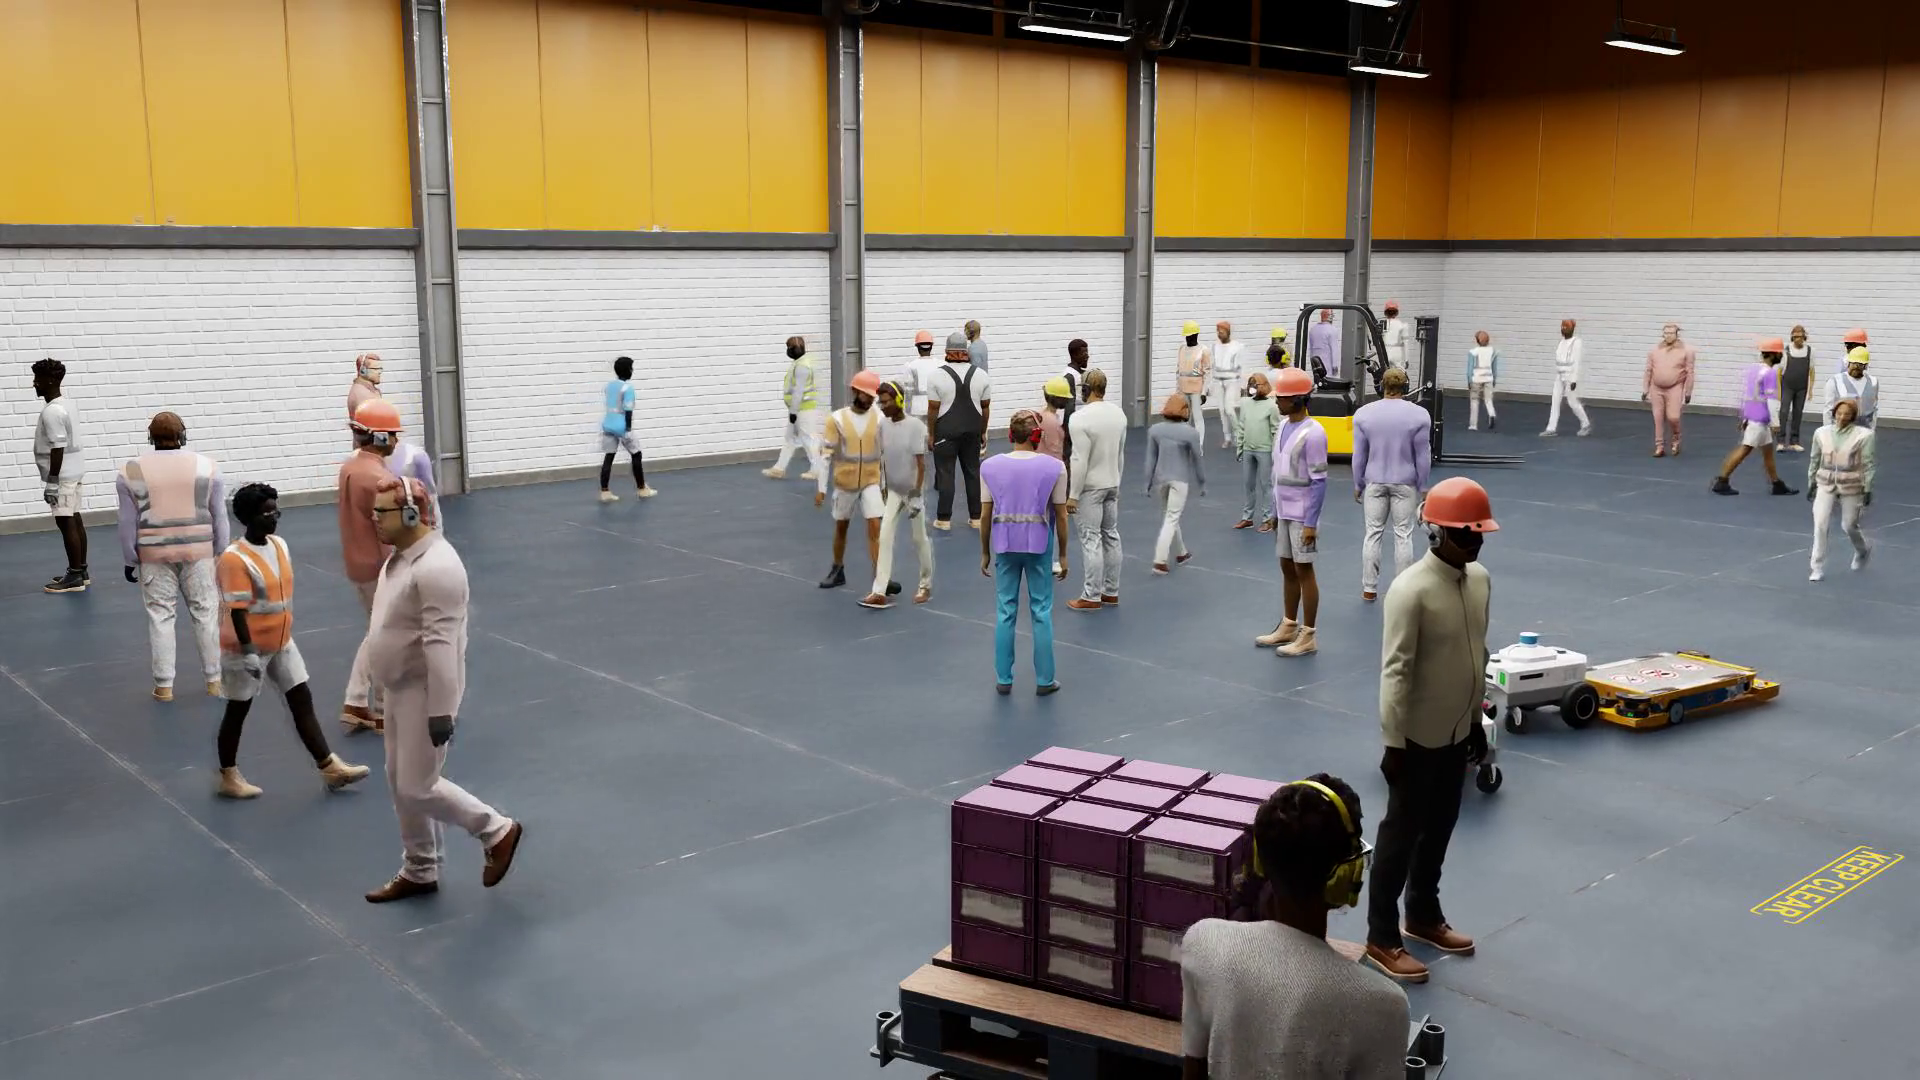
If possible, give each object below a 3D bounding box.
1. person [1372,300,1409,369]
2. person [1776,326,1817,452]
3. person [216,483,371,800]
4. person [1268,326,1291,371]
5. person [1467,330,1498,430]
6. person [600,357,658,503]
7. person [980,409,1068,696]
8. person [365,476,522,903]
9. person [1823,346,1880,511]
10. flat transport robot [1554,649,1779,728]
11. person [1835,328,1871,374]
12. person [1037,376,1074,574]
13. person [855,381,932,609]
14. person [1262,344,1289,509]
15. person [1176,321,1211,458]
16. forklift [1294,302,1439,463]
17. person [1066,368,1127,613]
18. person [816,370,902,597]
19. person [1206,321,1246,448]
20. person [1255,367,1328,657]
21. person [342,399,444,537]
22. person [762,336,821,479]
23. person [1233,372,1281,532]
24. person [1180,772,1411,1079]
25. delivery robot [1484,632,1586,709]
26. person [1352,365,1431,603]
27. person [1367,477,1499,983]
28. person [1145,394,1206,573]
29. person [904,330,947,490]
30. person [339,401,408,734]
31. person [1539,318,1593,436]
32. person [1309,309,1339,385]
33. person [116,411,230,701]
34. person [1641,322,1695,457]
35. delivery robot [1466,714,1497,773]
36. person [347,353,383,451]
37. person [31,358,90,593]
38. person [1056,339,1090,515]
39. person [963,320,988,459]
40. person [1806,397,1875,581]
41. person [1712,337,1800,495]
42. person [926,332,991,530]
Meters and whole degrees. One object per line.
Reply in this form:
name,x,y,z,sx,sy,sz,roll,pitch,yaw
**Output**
person,7.687,-3.260,29.706,0.648,2.028,0.418,3,10,15
person,11.986,-2.154,23.875,0.508,1.815,0.610,2,10,14
person,-3.505,0.538,8.552,0.815,1.657,0.542,2,10,13
person,4.760,-2.313,24.935,0.330,1.765,0.533,-2,10,-13
person,8.411,-2.554,26.738,0.521,1.622,0.588,-1,10,-4
person,-3.831,-1.268,19.107,0.553,1.662,0.776,8,13,40
person,0.404,0.090,10.639,0.567,1.839,0.377,2,10,11
person,-2.297,0.652,7.212,0.546,1.886,0.660,-7,12,-34
person,9.836,-1.222,18.361,0.592,1.828,0.404,0,10,1
flat transport robot,4.405,0.915,10.404,1.431,0.197,0.652,-6,11,-32
person,10.930,-1.638,20.472,0.370,1.939,0.543,3,10,15
person,0.822,-0.586,14.847,0.360,1.755,0.602,0,10,0
person,-0.497,-0.342,13.240,0.546,1.812,0.942,6,11,32
person,3.504,-1.218,18.350,0.464,1.844,0.625,-9,13,-43
person,3.228,-2.099,23.227,0.374,1.920,0.585,-8,13,-41
forklift,5.320,-2.157,22.763,2.313,2.155,1.214,3,10,16
person,1.068,-0.392,13.180,0.372,1.939,0.629,9,13,42
person,-0.876,-0.466,13.816,0.630,1.871,0.894,-2,10,-12
person,3.881,-2.269,24.360,0.595,1.868,0.419,8,12,38
person,2.348,-0.193,11.720,0.394,2.040,0.609,-2,10,-13
person,-3.777,0.011,10.978,0.604,1.877,0.895,1,10,7
person,-2.093,-1.654,20.947,0.791,1.807,0.652,-1,10,-8
person,3.045,-0.899,17.035,0.266,1.632,0.509,-9,13,-43
person,0.631,1.364,3.257,0.944,1.825,0.532,-9,13,-43
delivery robot,3.400,0.798,9.981,0.707,0.478,0.477,-5,11,-25
person,3.481,-0.438,13.453,0.629,1.940,0.373,4,10,22
person,1.871,0.732,6.502,0.627,1.981,0.421,-9,13,-43
person,1.925,-0.512,14.900,0.518,1.588,0.856,7,12,35
person,-0.413,-1.549,19.975,0.543,1.932,0.365,-2,10,-13
person,-3.424,0.177,9.728,0.468,1.982,0.623,-8,12,-38
person,9.529,-2.535,26.015,0.727,1.883,0.592,-3,10,-16
person,6.408,-3.105,29.156,0.403,1.906,0.651,-6,11,-30
person,-4.981,0.101,10.574,0.637,1.842,0.429,-5,11,-27
person,9.879,-2.091,23.260,0.658,1.890,0.434,8,13,40
delivery robot,2.610,0.981,8.911,0.477,0.478,0.707,0,10,0
person,-5.529,-0.803,15.684,0.407,1.904,0.655,-3,10,-19
person,-7.570,-0.545,13.991,0.368,1.966,0.603,-3,10,-15
person,1.230,-1.241,18.209,0.386,1.918,0.590,2,10,12
person,0.219,-2.083,23.079,0.354,1.936,0.635,2,10,10
person,7.722,-0.459,14.540,0.534,1.612,0.736,9,13,44
person,9.361,-1.439,19.498,1.004,1.887,0.564,2,10,9
person,-0.048,-1.131,17.204,0.688,2.000,0.536,-3,10,-19
